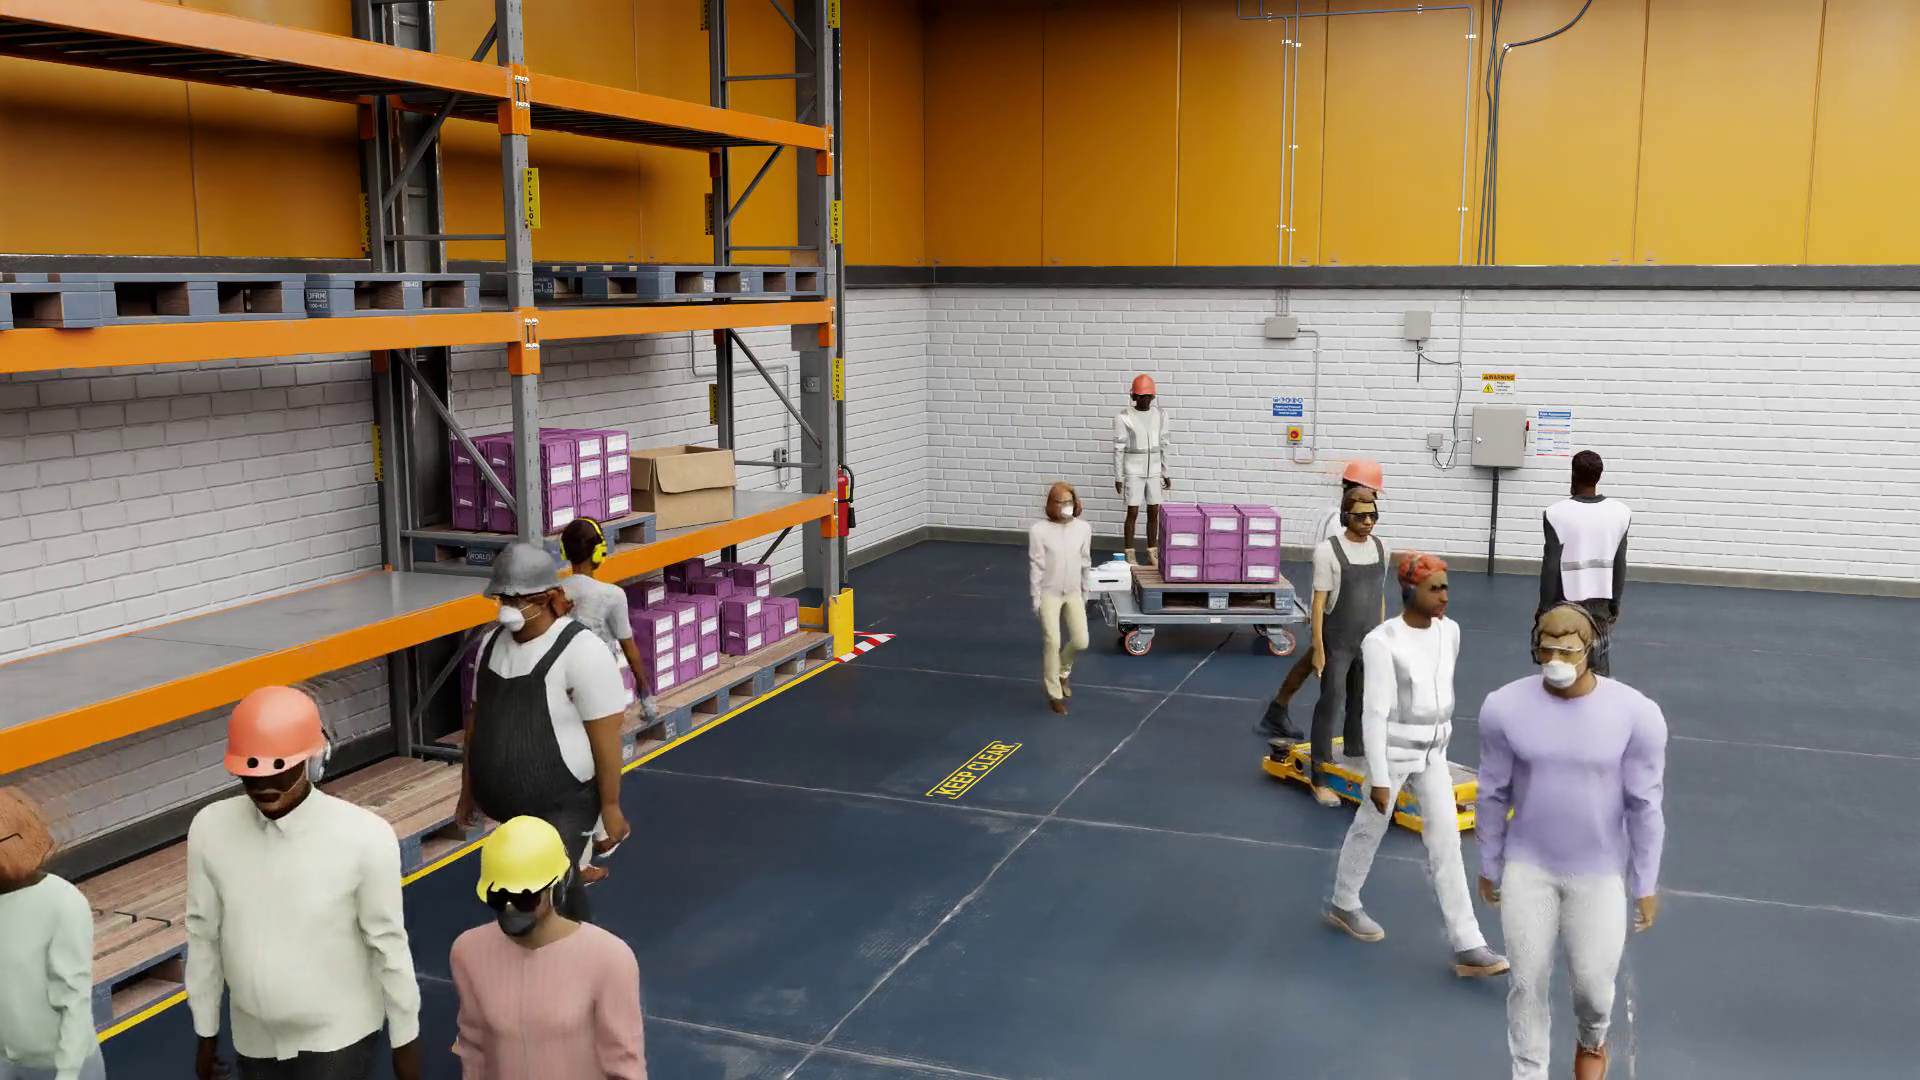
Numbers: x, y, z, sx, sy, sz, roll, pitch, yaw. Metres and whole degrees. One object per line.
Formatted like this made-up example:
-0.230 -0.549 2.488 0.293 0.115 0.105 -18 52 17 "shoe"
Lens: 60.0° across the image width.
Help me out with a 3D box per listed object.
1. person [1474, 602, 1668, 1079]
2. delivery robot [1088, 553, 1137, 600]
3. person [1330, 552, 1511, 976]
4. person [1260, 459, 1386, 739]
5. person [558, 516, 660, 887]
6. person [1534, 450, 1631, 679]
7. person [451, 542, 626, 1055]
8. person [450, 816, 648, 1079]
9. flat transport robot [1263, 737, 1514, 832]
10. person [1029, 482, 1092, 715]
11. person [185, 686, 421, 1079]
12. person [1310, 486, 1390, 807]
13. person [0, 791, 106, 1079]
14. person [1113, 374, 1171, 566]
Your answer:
2.135 1.149 5.874 0.644 1.922 0.559 5 10 30 "person"
1.409 0.363 14.797 0.707 0.478 0.477 -1 9 -6 "delivery robot"
1.999 0.967 7.299 0.597 1.827 1.010 -5 11 -31 "person"
2.423 0.404 10.744 0.988 1.871 0.590 2 9 14 "person"
-1.797 0.789 8.411 0.520 1.840 0.808 4 10 23 "person"
4.005 0.383 10.715 0.600 1.919 0.390 -2 9 -12 "person"
-1.748 0.988 6.515 0.711 2.000 0.956 7 11 36 "person"
-1.037 1.506 4.298 0.540 1.709 0.912 1 9 8 "person"
2.468 1.374 9.627 0.652 0.197 1.431 -5 10 -29 "flat transport robot"
0.690 0.395 11.565 0.505 1.618 0.394 -4 10 -22 "person"
-1.801 1.319 4.694 0.642 1.971 0.821 1 9 9 "person"
2.239 0.604 9.536 0.516 1.843 0.325 -4 10 -23 "person"
-2.669 1.494 4.740 0.519 1.585 0.850 2 9 12 "person"
1.882 -0.690 17.108 0.619 2.028 0.409 -3 10 -18 "person"
